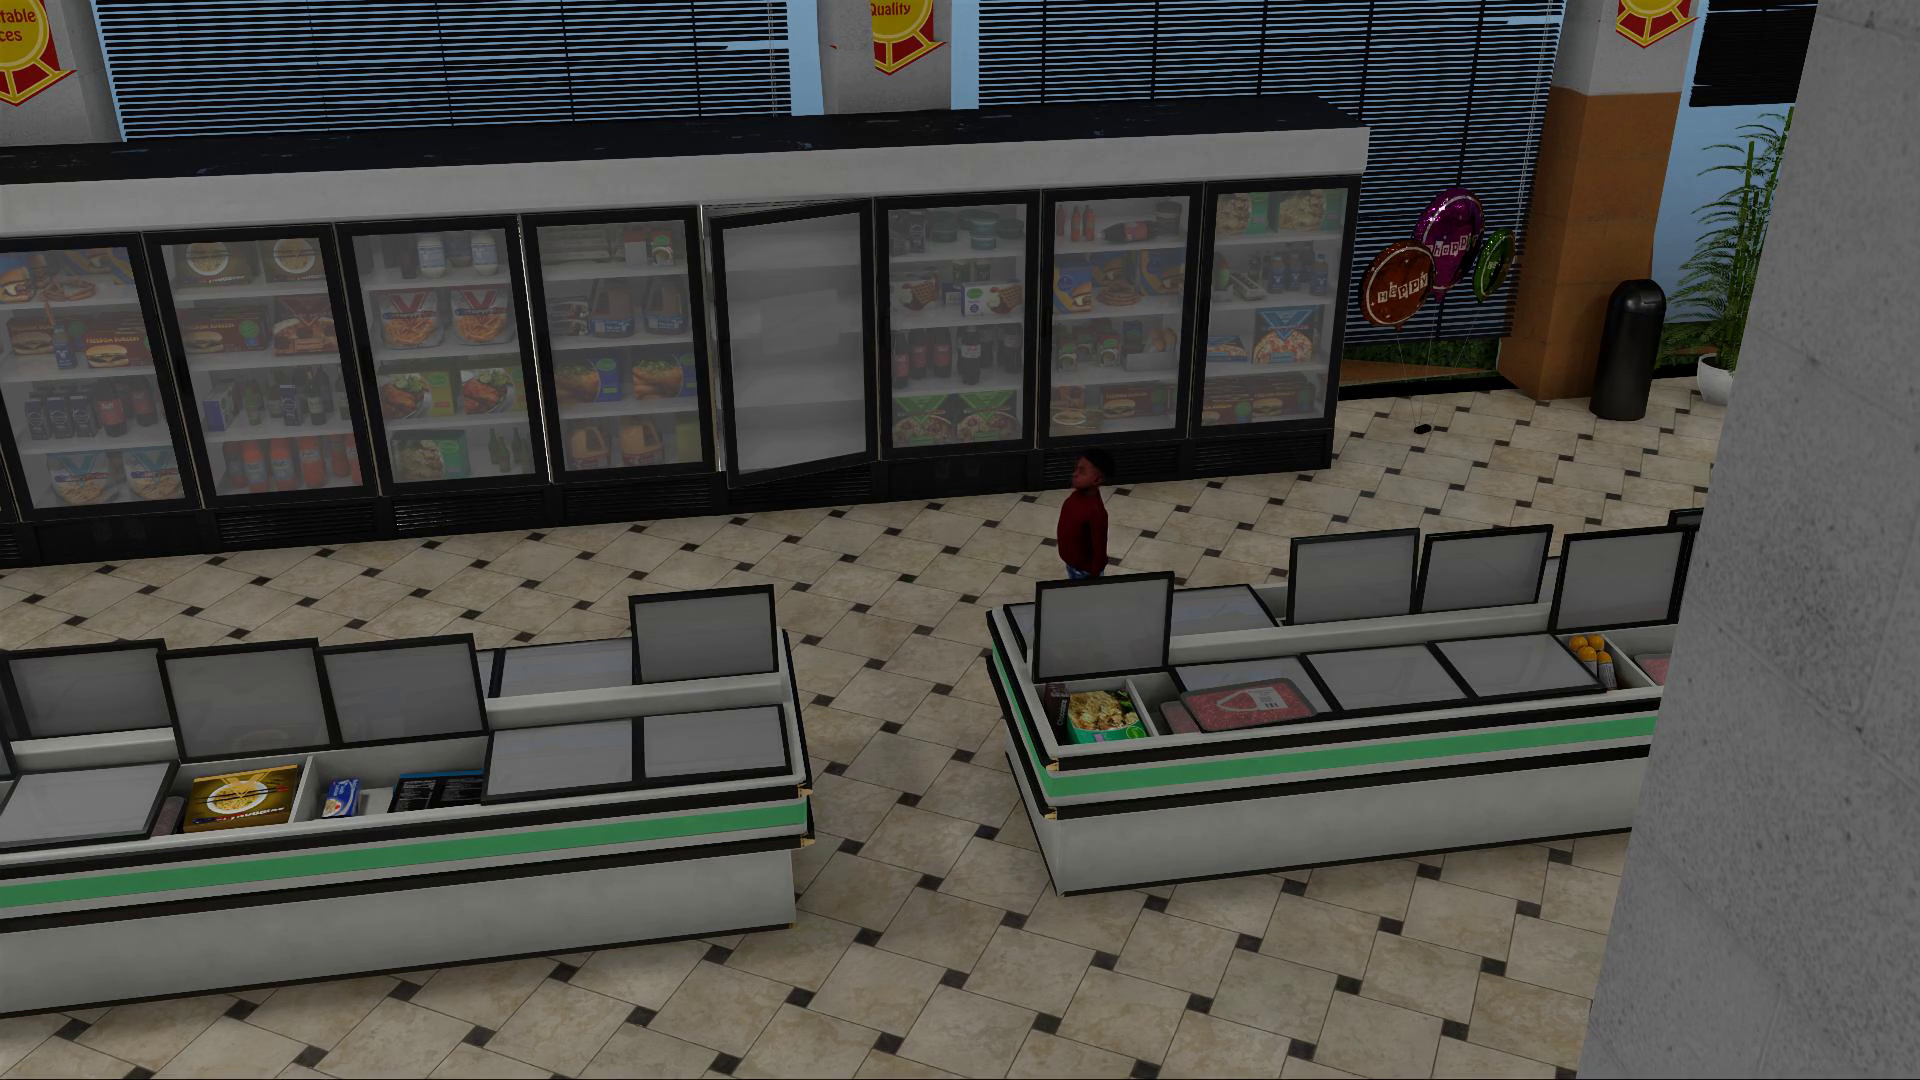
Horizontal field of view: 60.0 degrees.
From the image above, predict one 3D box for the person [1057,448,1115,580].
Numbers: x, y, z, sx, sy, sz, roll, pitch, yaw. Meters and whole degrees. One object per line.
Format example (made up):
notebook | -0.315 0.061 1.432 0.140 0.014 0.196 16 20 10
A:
person | 0.659 0.102 8.673 0.533 1.254 0.530 -9 28 -17
